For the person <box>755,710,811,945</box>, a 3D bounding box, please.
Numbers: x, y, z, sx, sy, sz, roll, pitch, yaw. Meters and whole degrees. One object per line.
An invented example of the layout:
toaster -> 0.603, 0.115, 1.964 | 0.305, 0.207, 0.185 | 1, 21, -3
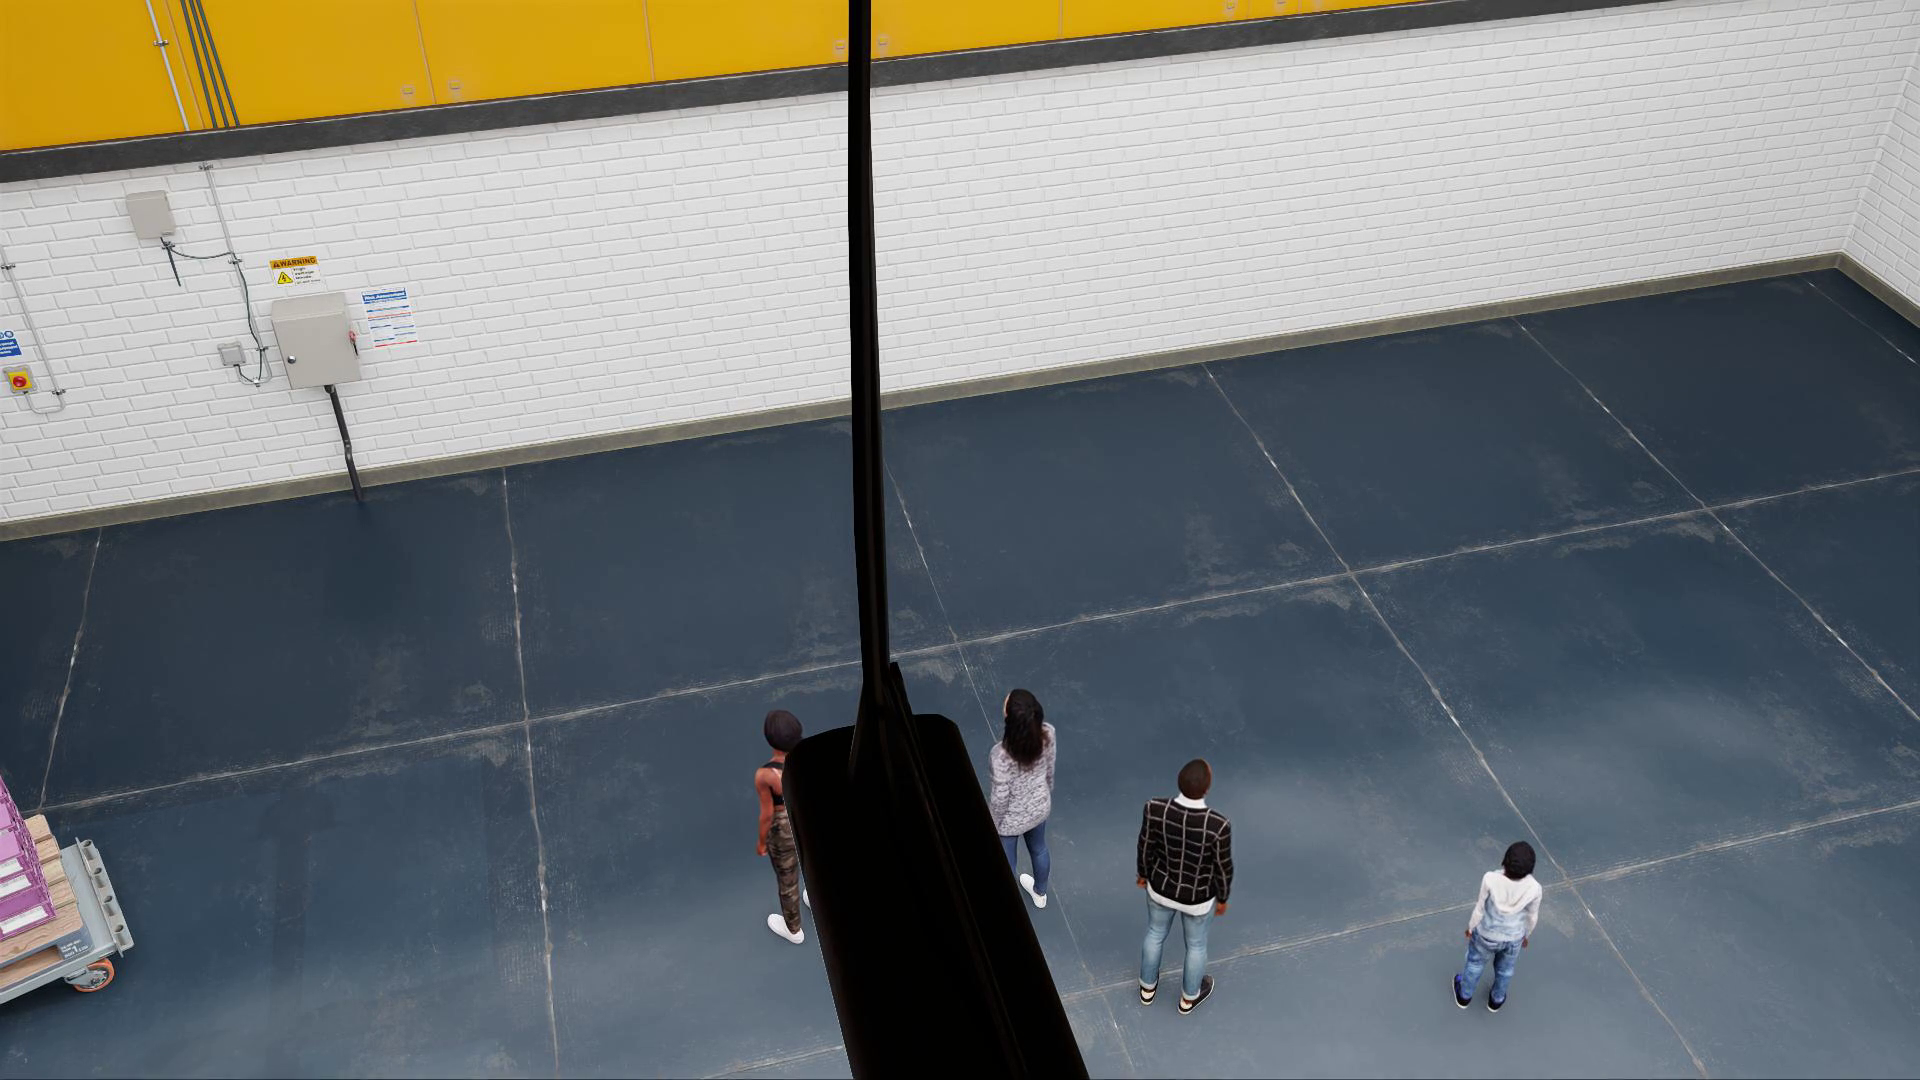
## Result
person -> -0.933, 1.579, 9.199 | 0.662, 1.700, 0.668 | -30, 48, -32

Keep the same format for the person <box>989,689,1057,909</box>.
person -> 0.333, 1.492, 9.281 | 0.688, 1.732, 0.656 | -26, 45, -29

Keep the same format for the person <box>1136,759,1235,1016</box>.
person -> 1.165, 1.836, 8.780 | 0.745, 1.820, 0.774 | 15, 41, 18

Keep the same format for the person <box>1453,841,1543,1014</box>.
person -> 2.892, 2.077, 8.927 | 0.561, 1.260, 0.594 | 8, 39, 10
